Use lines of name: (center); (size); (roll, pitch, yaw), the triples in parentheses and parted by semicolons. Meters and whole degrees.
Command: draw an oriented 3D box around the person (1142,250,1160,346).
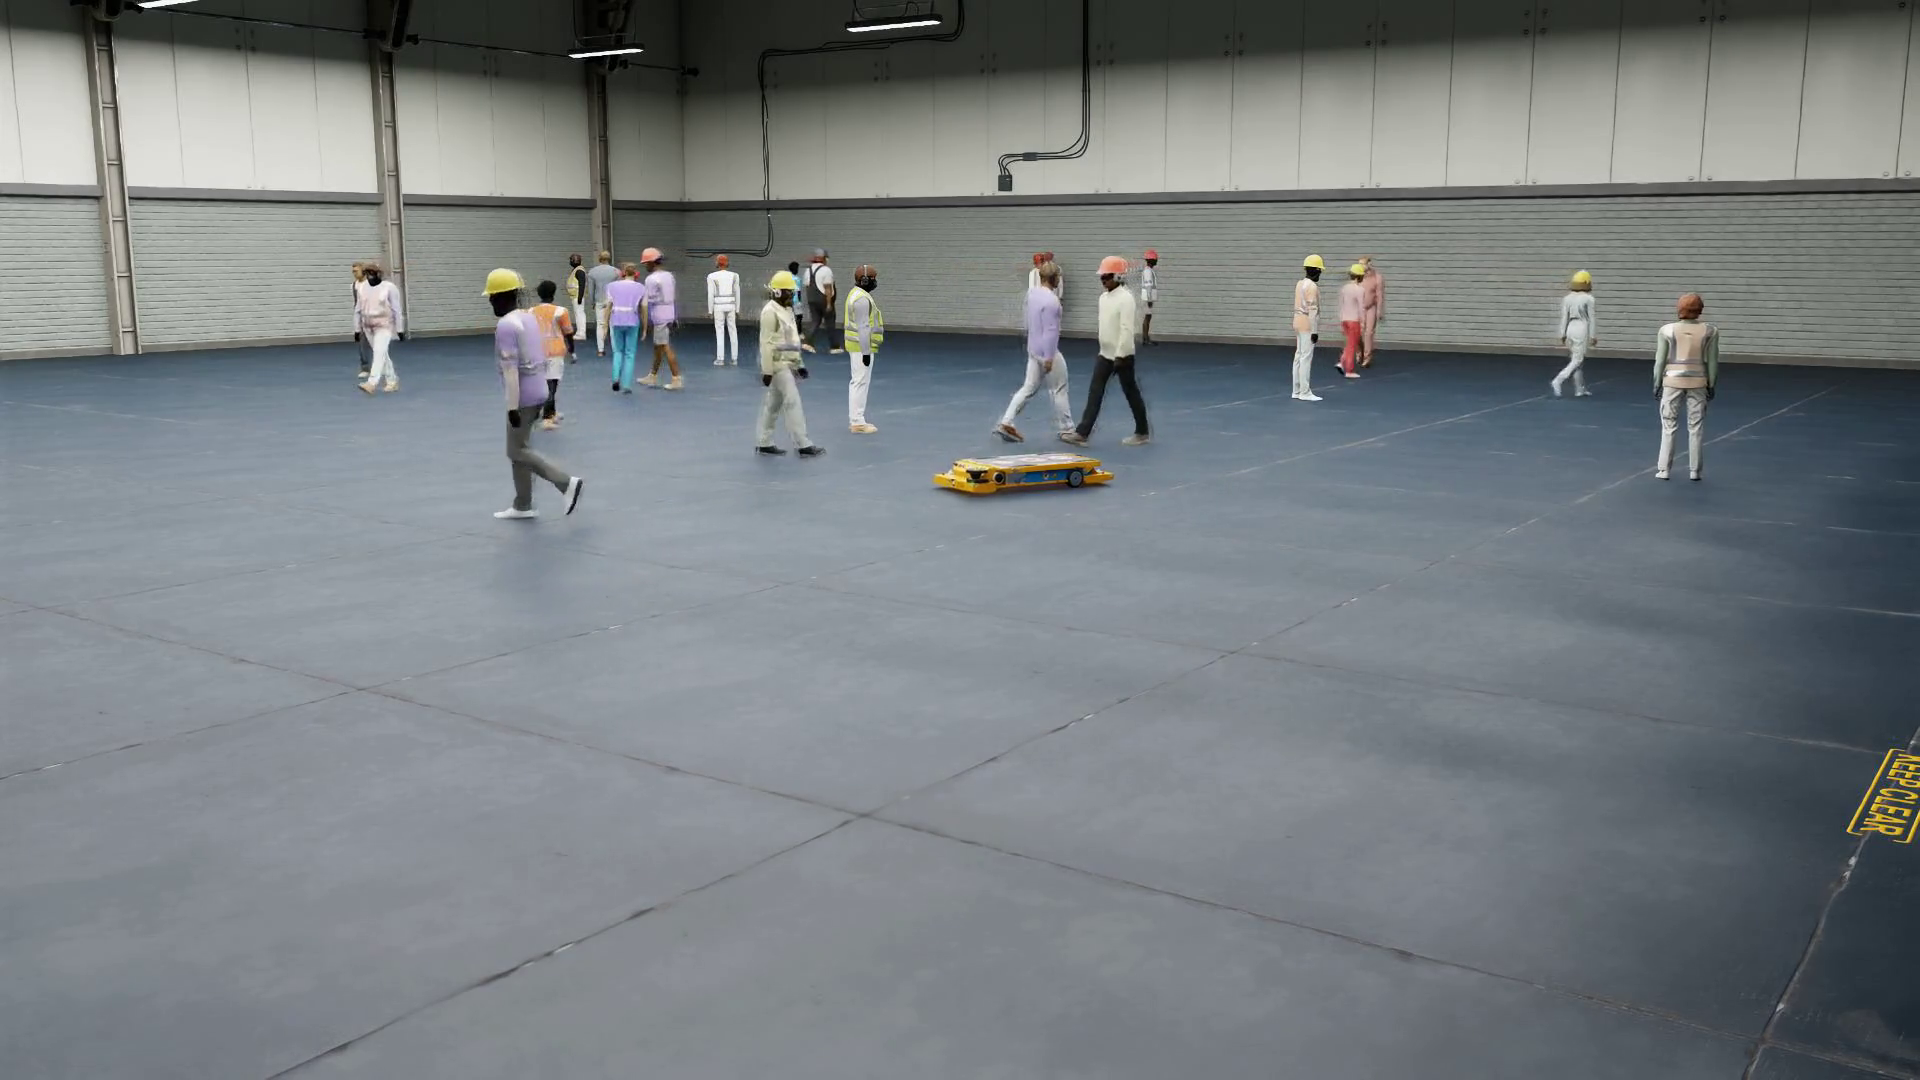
person: (3.856, -4.891, 33.674); (0.356, 1.937, 0.552); (1, 10, 5)

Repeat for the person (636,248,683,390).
person: (-4.345, -3.113, 23.539); (0.950, 1.997, 0.631); (4, 11, 21)

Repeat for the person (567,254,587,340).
person: (-8.287, -5.258, 35.997); (0.429, 1.842, 0.637); (-4, 11, -21)

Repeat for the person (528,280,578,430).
person: (-4.575, -2.084, 18.743); (0.542, 1.659, 0.839); (3, 10, 14)

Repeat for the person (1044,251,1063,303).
person: (1.938, -5.344, 36.300); (0.651, 1.906, 0.403); (2, 10, 11)

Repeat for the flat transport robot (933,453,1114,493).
flat transport robot: (0.549, -0.587, 14.234); (1.431, 0.197, 0.652); (-6, 12, -31)

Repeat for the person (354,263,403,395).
person: (-8.069, -2.904, 22.942); (0.651, 1.789, 0.979); (3, 11, 17)

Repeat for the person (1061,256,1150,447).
person: (1.551, -1.909, 16.965); (1.017, 1.939, 0.641); (-5, 11, -28)

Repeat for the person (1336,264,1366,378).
person: (6.071, -3.363, 25.607); (0.361, 1.751, 0.553); (-4, 11, -21)

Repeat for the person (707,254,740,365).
person: (-4.037, -3.929, 28.439); (0.575, 1.883, 0.361); (-5, 11, -25)

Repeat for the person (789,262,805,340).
person: (-3.592, -5.133, 35.745); (0.630, 1.686, 0.540); (-9, 13, -40)

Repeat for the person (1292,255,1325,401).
person: (4.613, -2.804, 22.034); (0.383, 1.921, 0.585); (-1, 10, -6)

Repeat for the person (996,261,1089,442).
person: (0.839, -1.957, 17.374); (0.990, 1.901, 0.645); (-3, 11, -18)

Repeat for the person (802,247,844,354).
person: (-2.609, -4.507, 31.233); (0.692, 2.000, 0.827); (10, 14, 43)

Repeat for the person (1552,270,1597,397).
person: (8.322, -2.783, 22.485); (0.780, 1.719, 0.489); (-5, 11, -26)

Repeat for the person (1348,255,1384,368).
person: (6.756, -3.817, 27.793); (0.669, 1.885, 0.461); (6, 12, 32)

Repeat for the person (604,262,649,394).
person: (-4.619, -2.939, 23.094); (0.615, 1.809, 0.488); (0, 10, 2)

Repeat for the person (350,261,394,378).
person: (-9.178, -3.435, 25.872); (0.520, 1.813, 0.797); (2, 10, 9)

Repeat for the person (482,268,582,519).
person: (-3.189, -1.069, 12.388); (0.693, 1.897, 0.618); (1, 10, 5)

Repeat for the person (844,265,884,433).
person: (-1.051, -2.088, 18.266); (0.430, 1.837, 0.626); (-2, 10, -8)

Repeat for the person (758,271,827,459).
person: (-1.617, -1.689, 16.113); (0.824, 1.796, 0.609); (1, 10, 7)

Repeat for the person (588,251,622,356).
person: (-6.506, -4.347, 30.628); (0.637, 1.936, 0.355); (1, 10, 4)

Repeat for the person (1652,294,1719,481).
person: (6.345, -1.324, 14.577); (0.526, 1.645, 0.317); (3, 10, 14)

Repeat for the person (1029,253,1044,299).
person: (1.460, -4.368, 30.890); (0.346, 1.883, 0.584); (-3, 11, -17)
